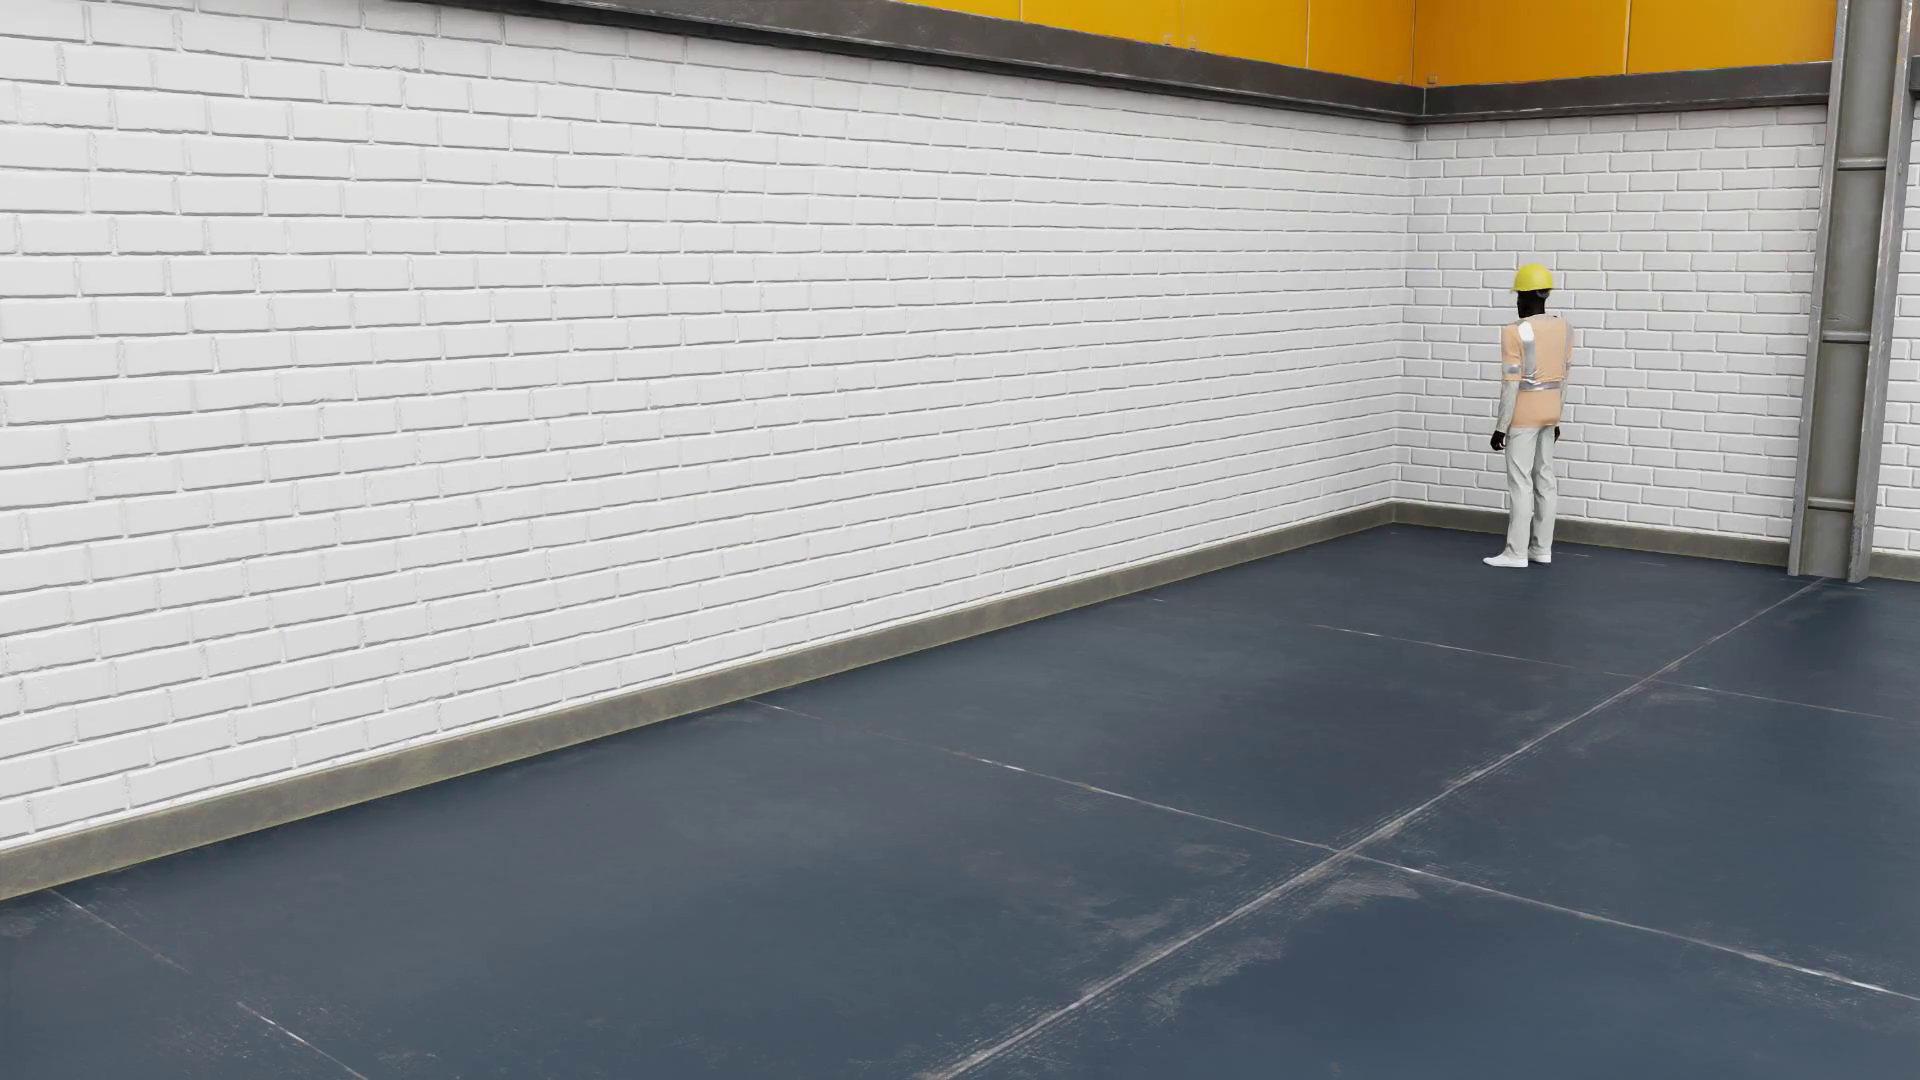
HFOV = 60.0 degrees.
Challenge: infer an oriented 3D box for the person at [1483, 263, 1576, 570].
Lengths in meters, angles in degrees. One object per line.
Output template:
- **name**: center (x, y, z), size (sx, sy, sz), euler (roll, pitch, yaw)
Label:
- **person**: center (3.593, -0.774, 10.508), size (0.587, 1.929, 0.361), euler (-6, 12, -31)
